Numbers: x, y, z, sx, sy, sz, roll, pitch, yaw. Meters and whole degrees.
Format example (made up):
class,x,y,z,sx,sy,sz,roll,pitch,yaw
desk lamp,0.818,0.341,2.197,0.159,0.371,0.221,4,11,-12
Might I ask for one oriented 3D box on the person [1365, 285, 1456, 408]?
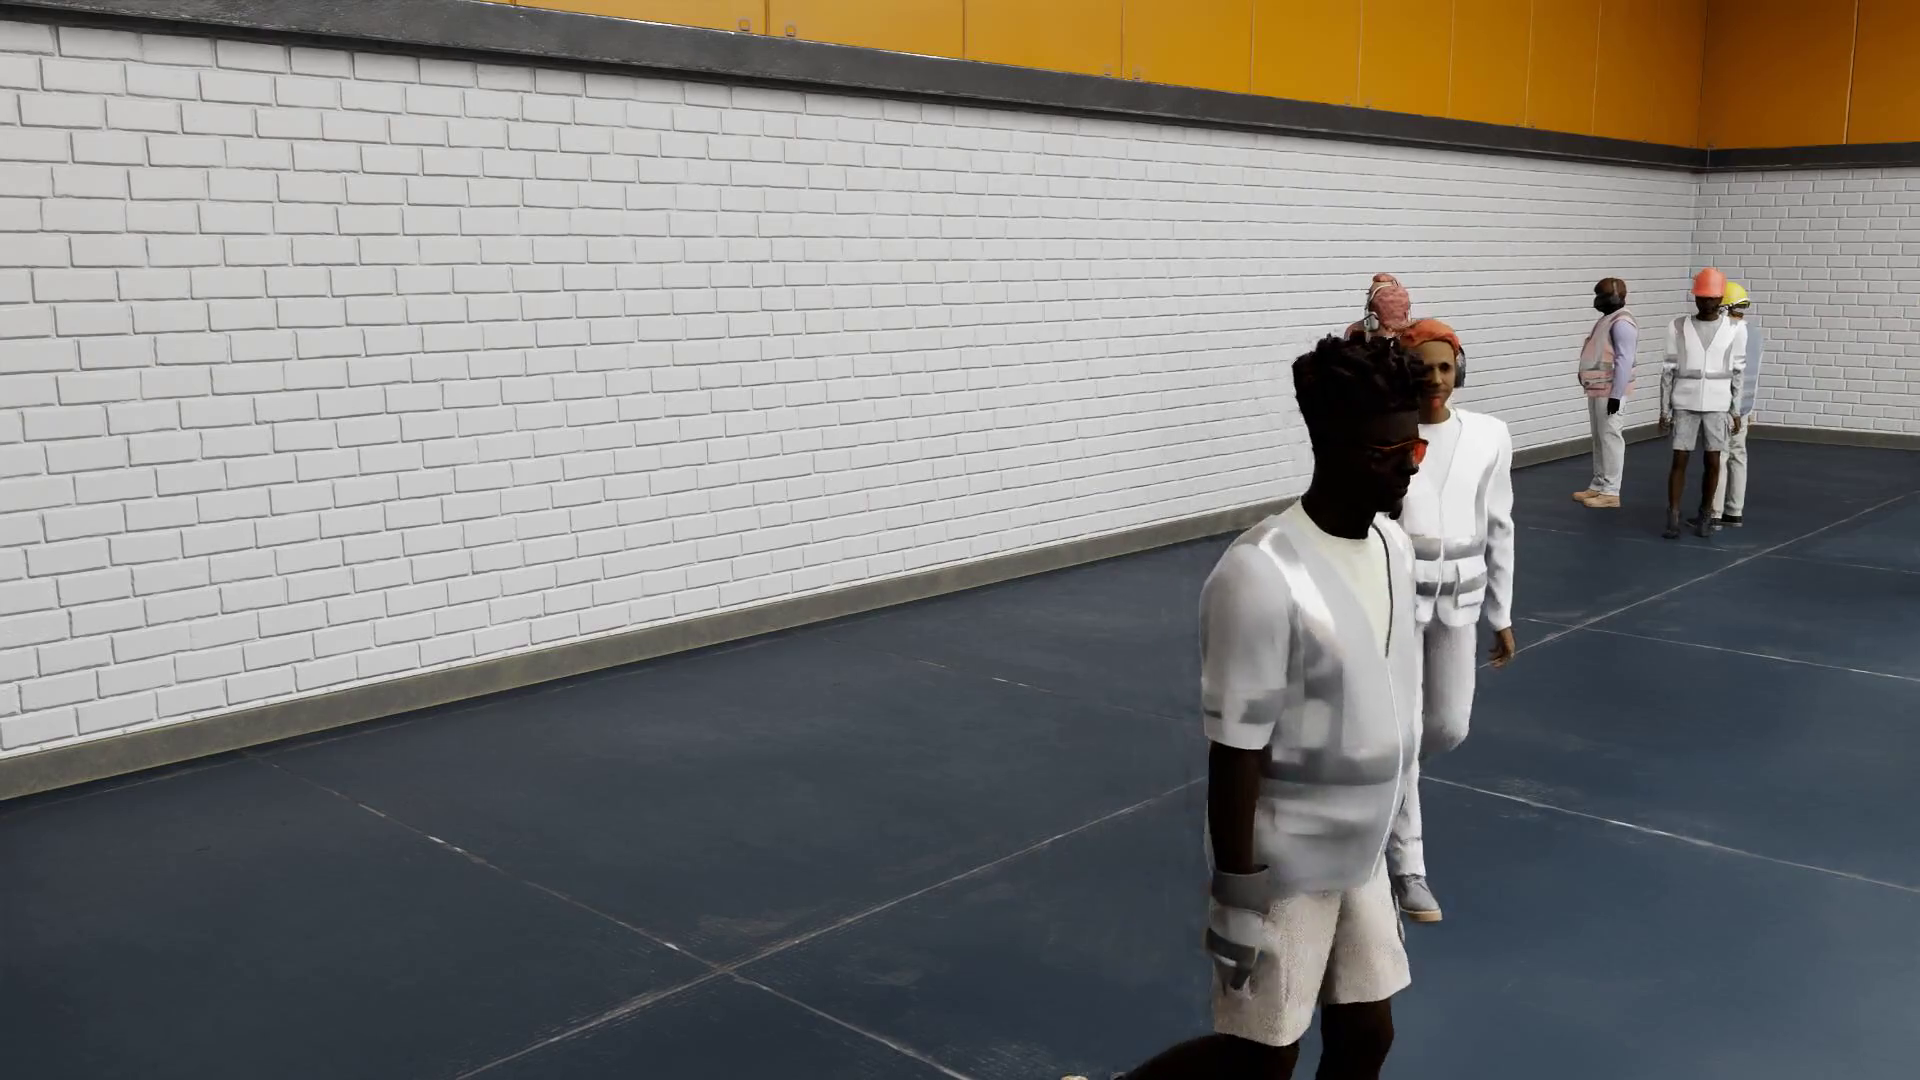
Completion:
class,x,y,z,sx,sy,sz,roll,pitch,yaw
person,2.013,-0.250,7.913,0.639,1.901,0.407,-4,11,-22

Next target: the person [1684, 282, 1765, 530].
class,x,y,z,sx,sy,sz,roll,pitch,yaw
person,5.663,-0.988,12.327,0.594,1.826,0.403,-6,12,-33

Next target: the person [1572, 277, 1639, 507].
class,x,y,z,sx,sy,sz,roll,pitch,yaw
person,5.201,-1.186,13.406,0.429,1.840,0.637,1,10,7

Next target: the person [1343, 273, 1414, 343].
class,x,y,z,sx,sy,sz,roll,pitch,yaw
person,2.685,-0.754,10.744,0.643,1.913,0.411,9,14,43

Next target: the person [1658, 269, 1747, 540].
class,x,y,z,sx,sy,sz,roll,pitch,yaw
person,5.294,-0.961,11.899,0.551,1.926,0.511,4,11,20

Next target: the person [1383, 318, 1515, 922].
class,x,y,z,sx,sy,sz,roll,pitch,yaw
person,1.460,0.212,5.385,0.574,1.866,0.777,-1,10,-6

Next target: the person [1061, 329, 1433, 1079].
class,x,y,z,sx,sy,sz,roll,pitch,yaw
person,0.584,0.558,3.216,0.764,1.940,0.610,9,13,42
